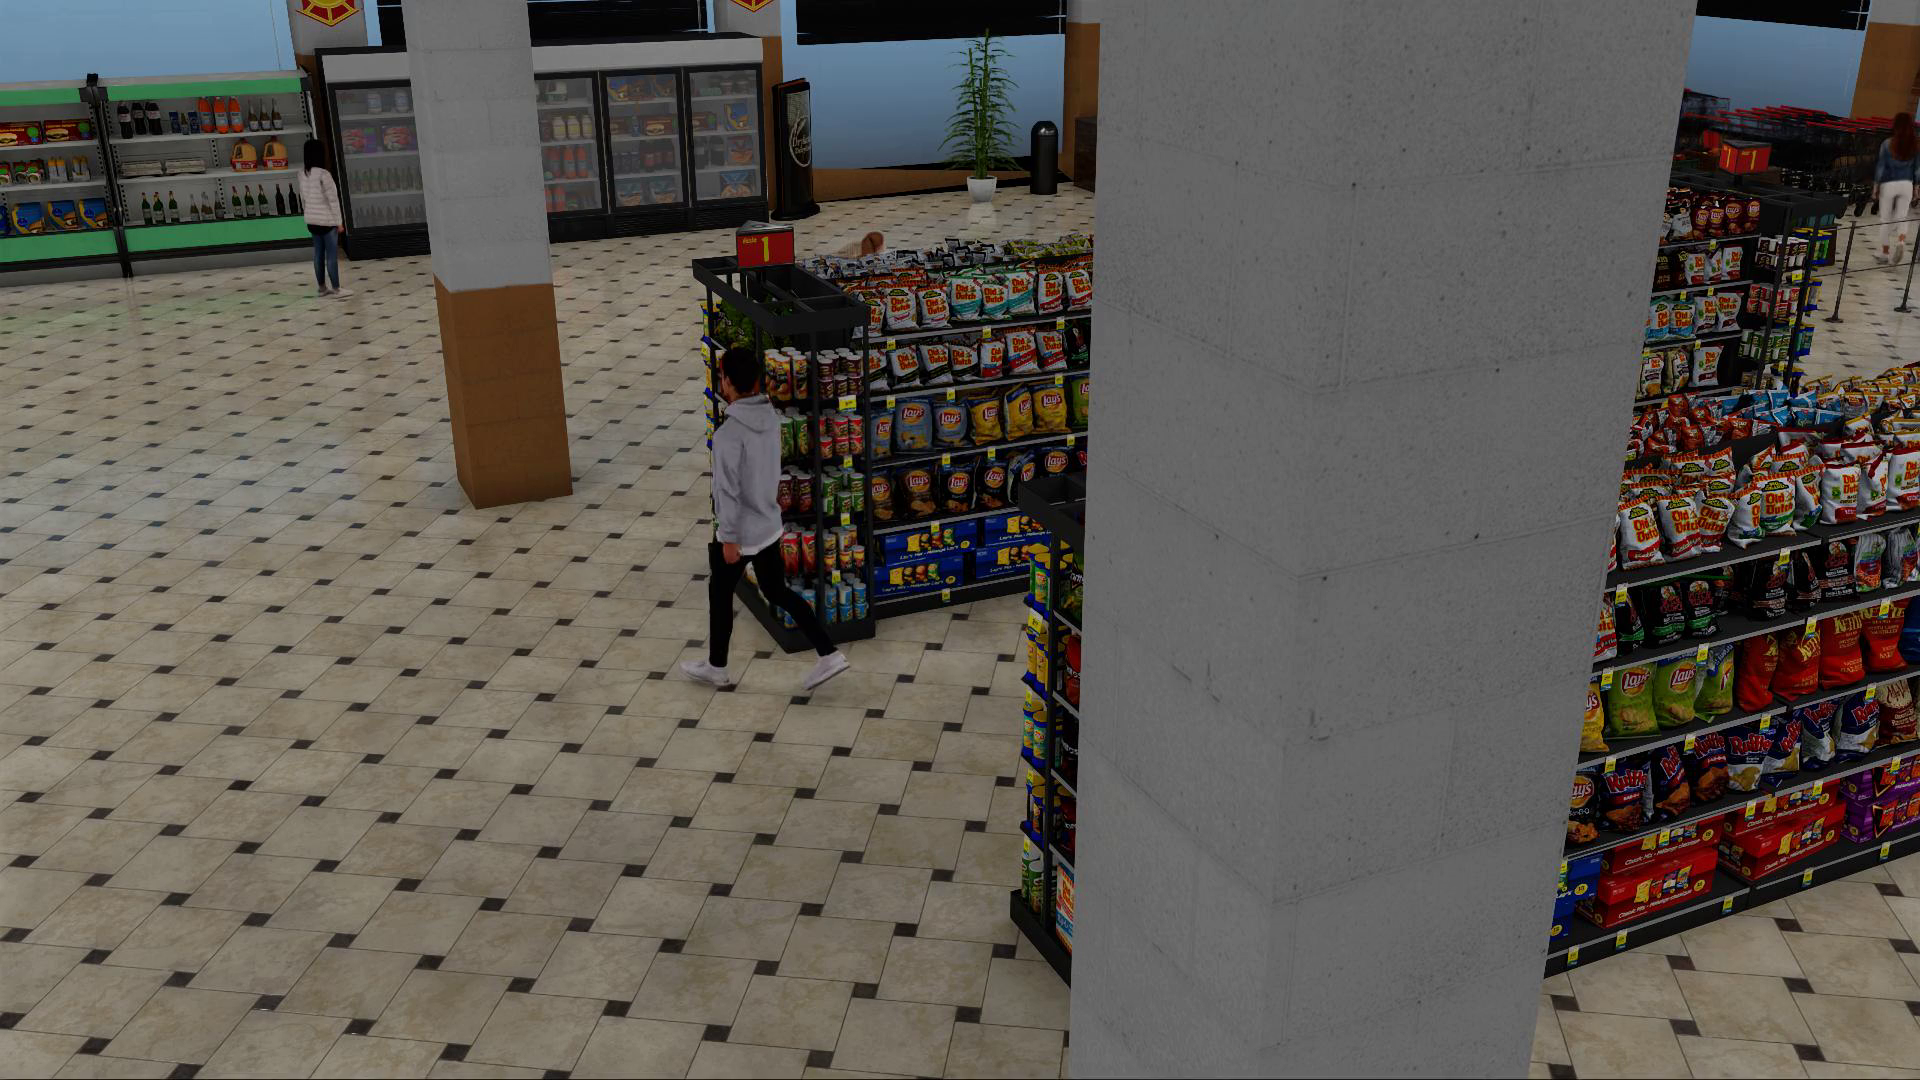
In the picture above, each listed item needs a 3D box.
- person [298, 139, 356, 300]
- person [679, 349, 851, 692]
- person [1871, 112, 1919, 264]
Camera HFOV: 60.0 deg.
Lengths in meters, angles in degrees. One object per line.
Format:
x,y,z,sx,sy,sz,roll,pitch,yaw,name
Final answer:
-6.668,-3.356,17.381,0.709,1.636,0.750,10,24,23,person
-1.017,-0.052,8.813,1.253,1.894,1.233,8,23,20,person
10.587,-3.940,18.783,0.960,1.674,0.976,5,22,12,person
